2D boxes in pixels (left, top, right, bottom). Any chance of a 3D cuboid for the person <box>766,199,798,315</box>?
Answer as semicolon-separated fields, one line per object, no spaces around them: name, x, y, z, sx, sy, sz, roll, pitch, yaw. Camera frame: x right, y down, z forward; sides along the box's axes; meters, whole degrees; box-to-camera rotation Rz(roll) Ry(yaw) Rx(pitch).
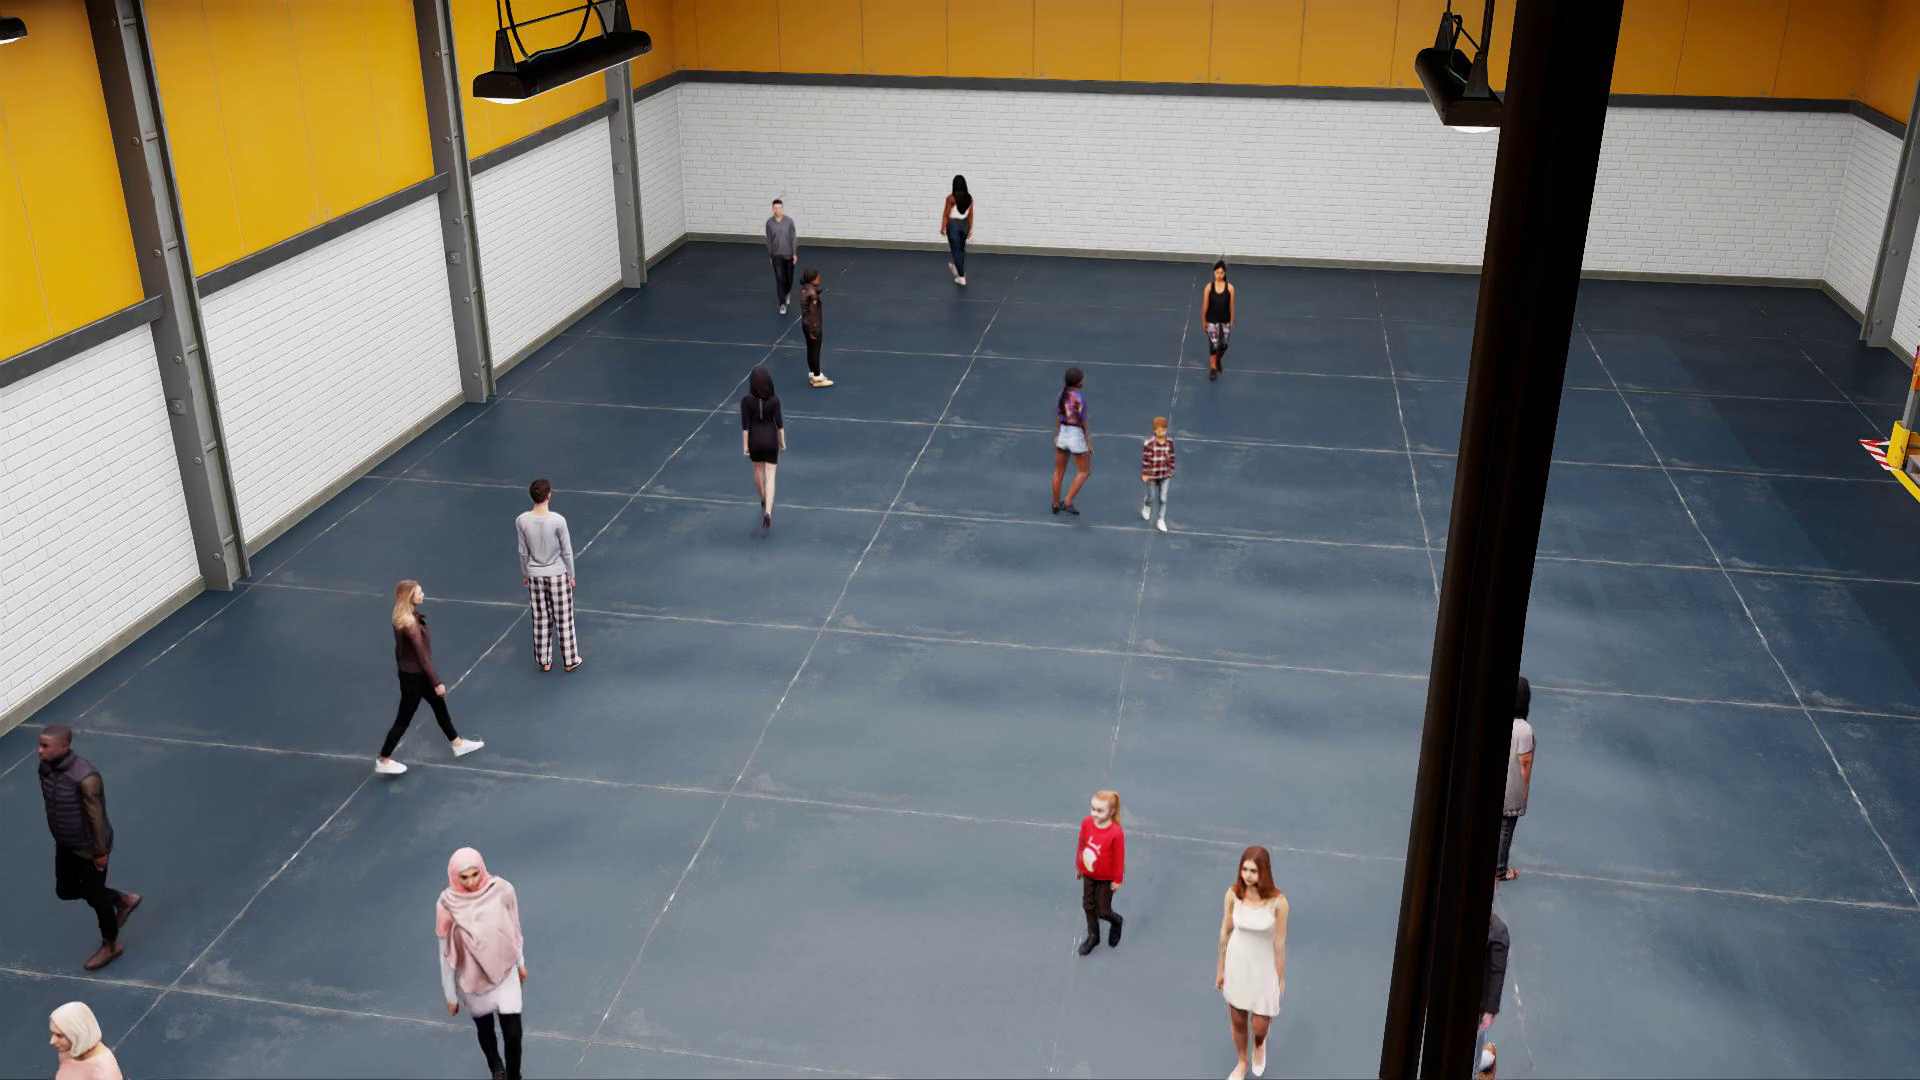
person;-2.792;-4.498;26.255;0.868;1.733;1.186;-4;24;-9

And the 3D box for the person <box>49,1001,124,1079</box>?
person;-4.504;3.122;8.877;0.959;1.689;1.192;18;29;35

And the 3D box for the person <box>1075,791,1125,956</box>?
person;0.987;2.254;11.384;0.612;1.272;0.683;17;29;34

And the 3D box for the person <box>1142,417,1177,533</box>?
person;2.151;-0.751;18.234;0.662;1.292;0.784;-5;24;-11

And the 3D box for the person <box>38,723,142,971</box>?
person;-5.848;2.012;11.248;0.821;1.825;0.896;12;26;26

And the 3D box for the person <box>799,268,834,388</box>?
person;-2.025;-2.893;22.669;0.776;1.664;0.718;8;25;18

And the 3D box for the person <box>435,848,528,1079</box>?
person;-2.863;2.583;9.988;0.850;1.788;0.920;-10;26;-22

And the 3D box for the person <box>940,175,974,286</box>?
person;0.007;-5.123;27.638;1.047;1.771;1.165;-12;26;-25

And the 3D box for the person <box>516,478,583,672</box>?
person;-3.738;0.322;15.087;0.656;1.847;0.582;1;24;2

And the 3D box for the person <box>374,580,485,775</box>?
person;-4.484;1.154;13.416;1.082;1.661;1.131;-11;26;-23

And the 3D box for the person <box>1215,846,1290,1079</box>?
person;1.803;2.564;10.144;0.663;1.697;0.715;11;26;23

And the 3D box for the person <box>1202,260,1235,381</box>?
person;3.575;-3.061;23.068;0.623;1.653;0.640;1;24;3

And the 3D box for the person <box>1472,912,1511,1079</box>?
person;2.974;2.677;9.740;0.982;1.815;1.126;21;31;39

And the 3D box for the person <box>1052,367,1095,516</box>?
person;1.226;-1.063;18.391;0.799;1.738;0.827;17;29;33

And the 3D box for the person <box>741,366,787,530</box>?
person;-2.138;-0.961;18.125;0.777;1.763;1.185;-1;24;-2
